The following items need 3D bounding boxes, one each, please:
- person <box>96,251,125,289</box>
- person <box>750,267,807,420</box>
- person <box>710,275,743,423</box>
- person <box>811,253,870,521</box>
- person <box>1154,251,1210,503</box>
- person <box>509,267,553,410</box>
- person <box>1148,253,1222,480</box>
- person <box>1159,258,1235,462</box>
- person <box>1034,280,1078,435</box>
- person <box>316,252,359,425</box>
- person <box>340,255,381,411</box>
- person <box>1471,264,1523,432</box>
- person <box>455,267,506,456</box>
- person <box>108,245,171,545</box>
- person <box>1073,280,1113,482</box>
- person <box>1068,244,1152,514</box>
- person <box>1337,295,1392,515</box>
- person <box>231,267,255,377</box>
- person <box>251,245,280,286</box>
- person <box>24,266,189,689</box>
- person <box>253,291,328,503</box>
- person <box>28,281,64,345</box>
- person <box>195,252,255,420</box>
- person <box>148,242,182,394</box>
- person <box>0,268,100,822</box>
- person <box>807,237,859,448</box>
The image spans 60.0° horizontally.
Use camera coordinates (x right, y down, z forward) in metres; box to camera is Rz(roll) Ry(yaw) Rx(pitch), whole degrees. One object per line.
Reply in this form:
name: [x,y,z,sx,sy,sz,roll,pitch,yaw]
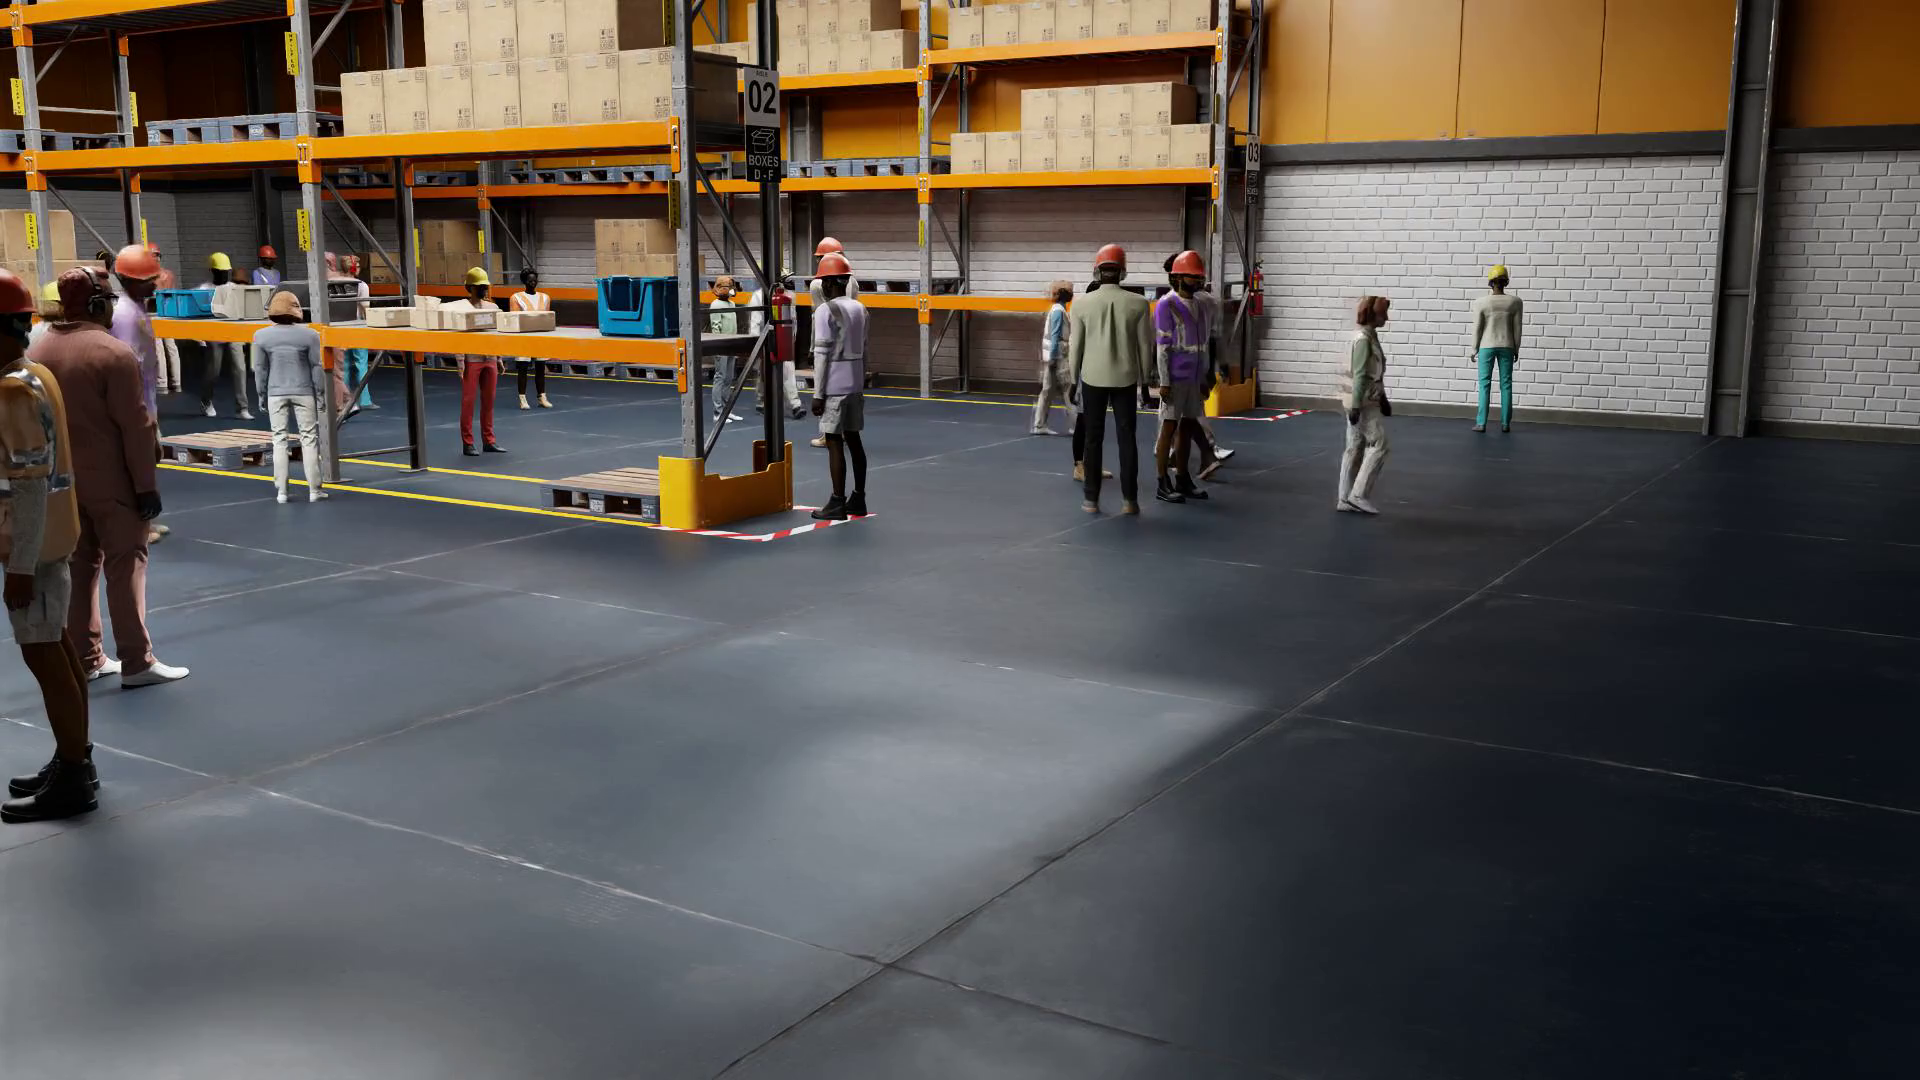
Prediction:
person: [-11.170,-2.843,21.846,0.326,1.876,0.520,5,11,25]
person: [-2.083,-2.256,18.880,0.600,1.773,0.968,-5,11,-26]
person: [-2.607,-2.122,18.514,0.268,1.632,0.509,3,11,17]
person: [-0.892,-1.110,12.099,0.383,1.932,0.542,6,12,32]
person: [1.747,-1.264,12.915,0.542,1.939,0.361,-9,14,-42]
person: [-5.127,-2.408,19.927,0.535,1.697,0.318,-9,14,-42]
person: [1.974,-1.485,14.197,0.602,1.922,0.907,-9,13,-40]
person: [2.154,-1.606,15.008,0.991,1.854,0.660,10,14,44]
person: [1.105,-1.861,17.149,0.767,1.604,0.527,0,10,2]
person: [-6.890,-2.200,18.221,0.428,1.897,0.671,-2,10,-11]
person: [-7.209,-2.444,19.715,0.570,1.842,0.377,3,11,18]
person: [5.642,-2.009,17.519,0.525,1.770,0.306,0,10,2]
person: [-4.523,-1.680,15.700,0.324,1.767,0.533,7,12,34]
person: [-5.413,-0.933,10.936,0.537,1.992,0.664,-4,11,-21]
person: [1.123,-1.335,13.987,0.322,1.693,0.535,6,12,29]
person: [1.112,-1.188,12.337,0.623,1.992,0.395,1,10,3]
person: [3.013,-0.987,12.277,0.444,1.621,0.512,2,10,12]
person: [-10.583,-3.199,24.526,0.506,1.623,0.394,-3,11,-18]
person: [-10.620,-3.558,25.630,0.356,1.936,0.551,3,11,18]
person: [-3.872,-0.276,7.532,0.642,1.909,0.409,4,11,21]
person: [-5.163,-1.098,12.843,0.503,1.631,0.282,-2,10,-11]
person: [-7.085,-1.185,13.115,0.815,1.712,0.488,8,13,38]
person: [-8.380,-2.307,18.838,0.928,1.893,0.600,8,13,39]
person: [-10.603,-2.923,21.961,0.392,1.991,0.613,3,11,16]
person: [-3.290,0.017,5.821,0.374,1.935,0.552,-4,11,-22]
person: [-1.258,-1.916,16.237,0.377,2.045,0.605,8,13,38]
